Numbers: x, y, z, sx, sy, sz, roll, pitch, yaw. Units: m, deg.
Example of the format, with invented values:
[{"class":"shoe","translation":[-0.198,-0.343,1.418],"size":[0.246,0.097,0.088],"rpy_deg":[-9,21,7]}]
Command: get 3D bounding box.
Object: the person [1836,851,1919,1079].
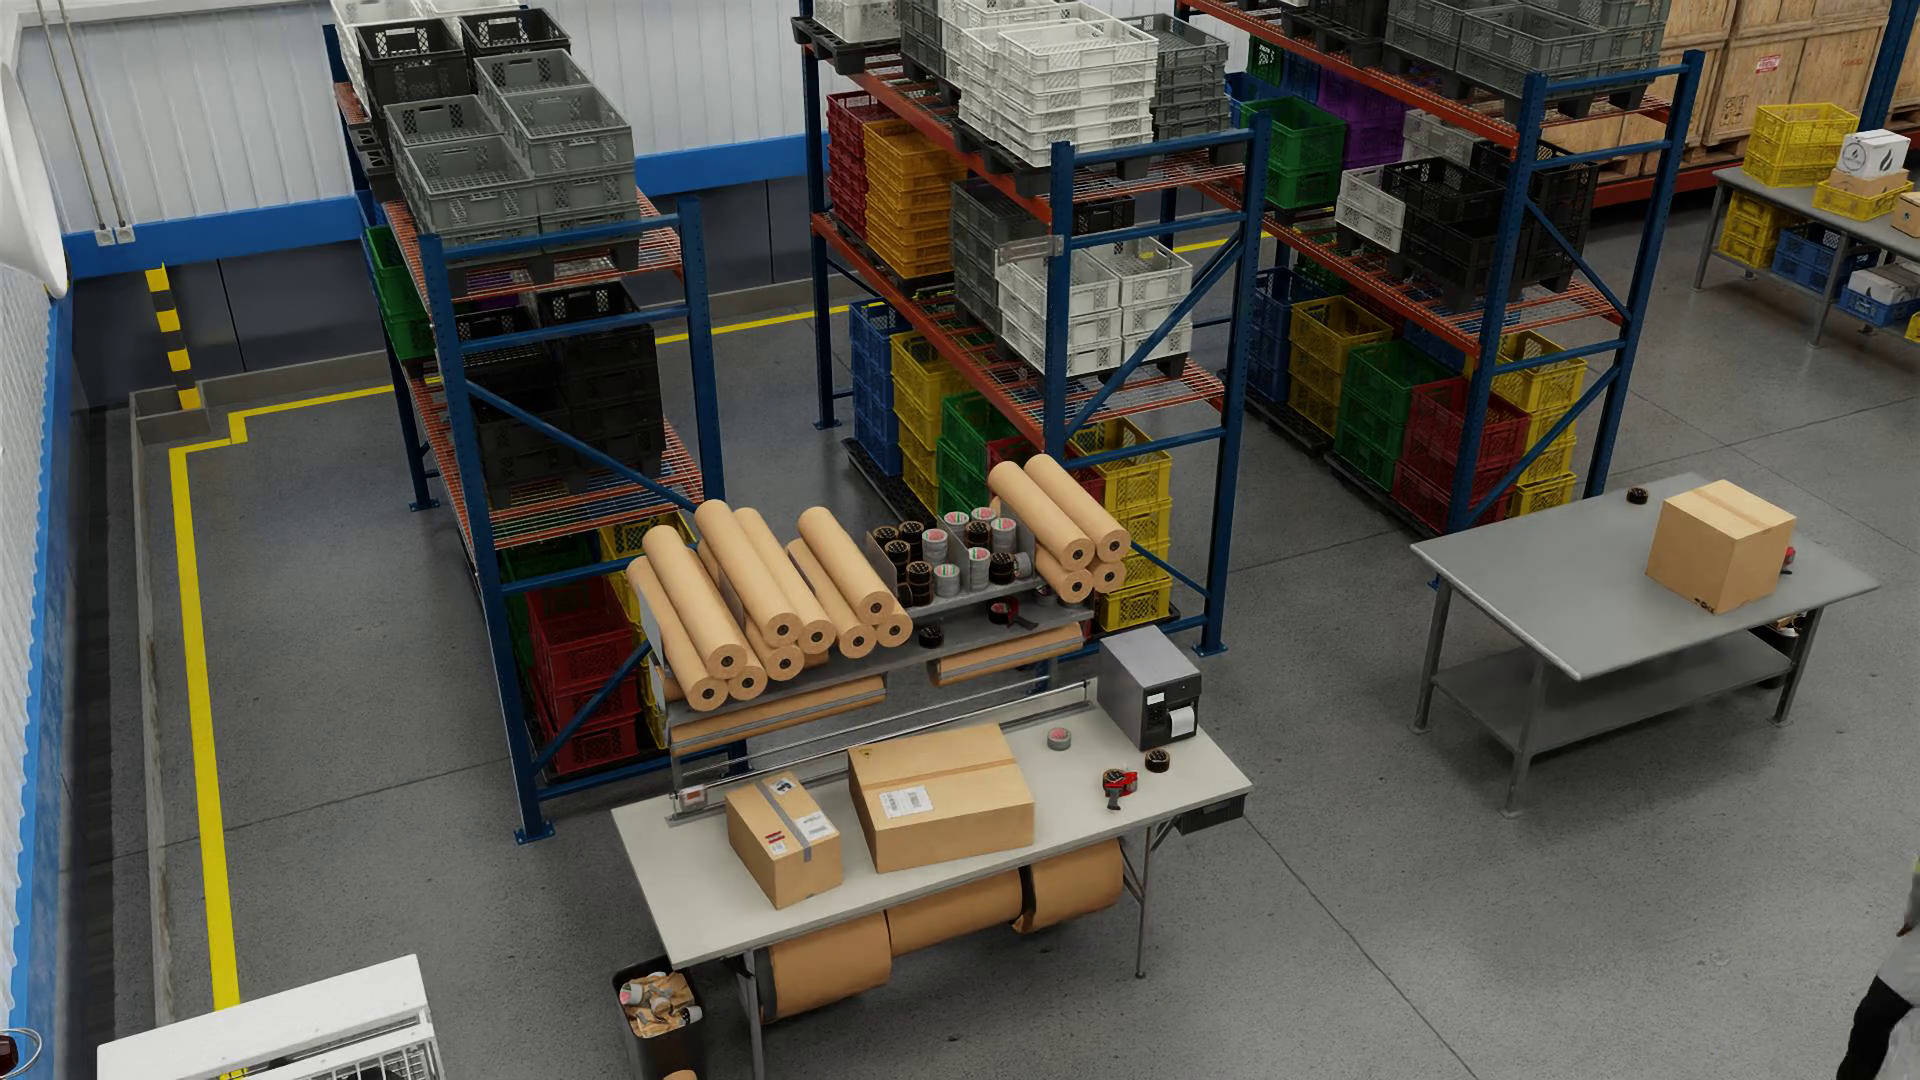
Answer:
[{"class":"person","translation":[3.536,1.534,5.990],"size":[0.720,1.826,0.602],"rpy_deg":[-12,34,-19]}]
